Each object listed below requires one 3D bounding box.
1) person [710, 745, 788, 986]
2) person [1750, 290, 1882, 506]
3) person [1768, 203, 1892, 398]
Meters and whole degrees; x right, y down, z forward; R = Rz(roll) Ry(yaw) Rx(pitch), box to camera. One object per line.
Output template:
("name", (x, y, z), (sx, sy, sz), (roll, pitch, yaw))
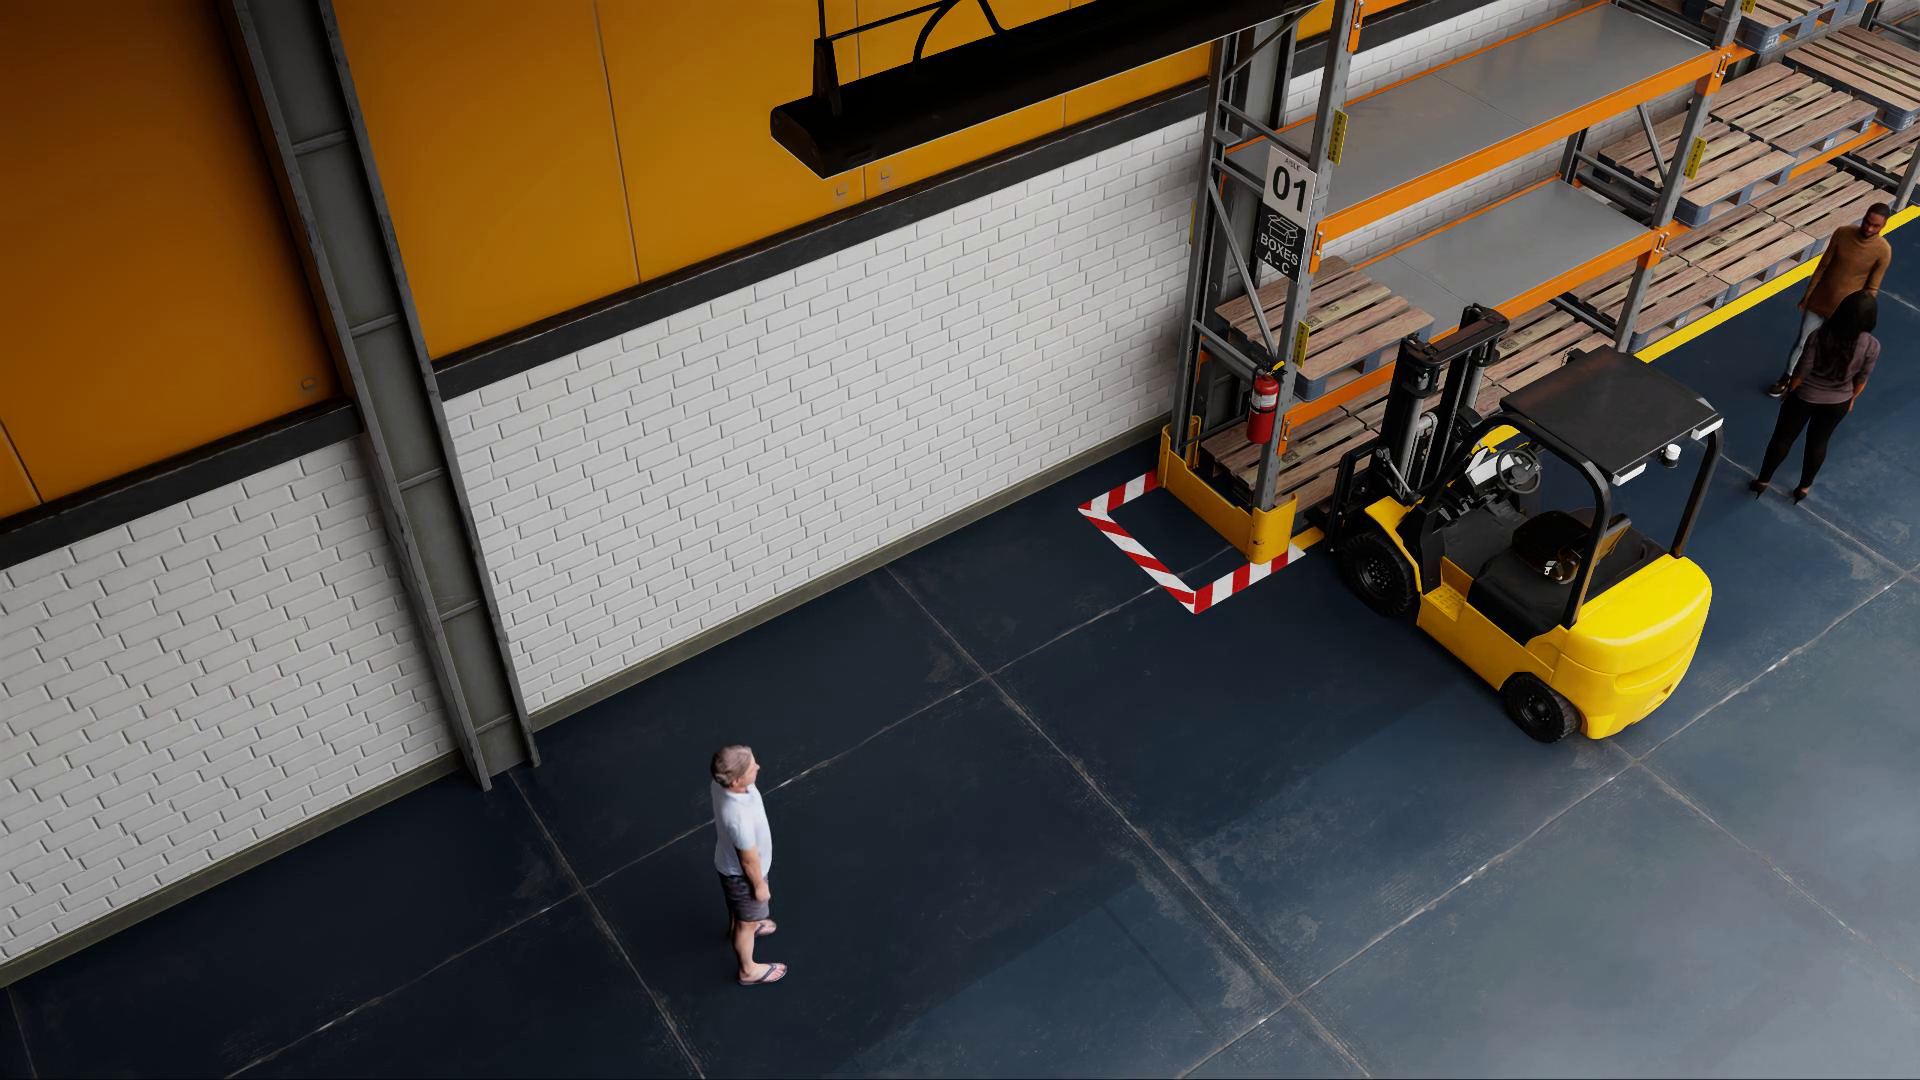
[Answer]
("person", (-1.195, 1.744, 9.064), (0.681, 1.829, 0.710), (-9, 44, -9))
("person", (6.162, -1.001, 11.936), (0.750, 1.842, 0.790), (12, 45, 12))
("person", (6.753, -1.828, 12.823), (0.589, 1.816, 0.659), (-31, 52, -28))
